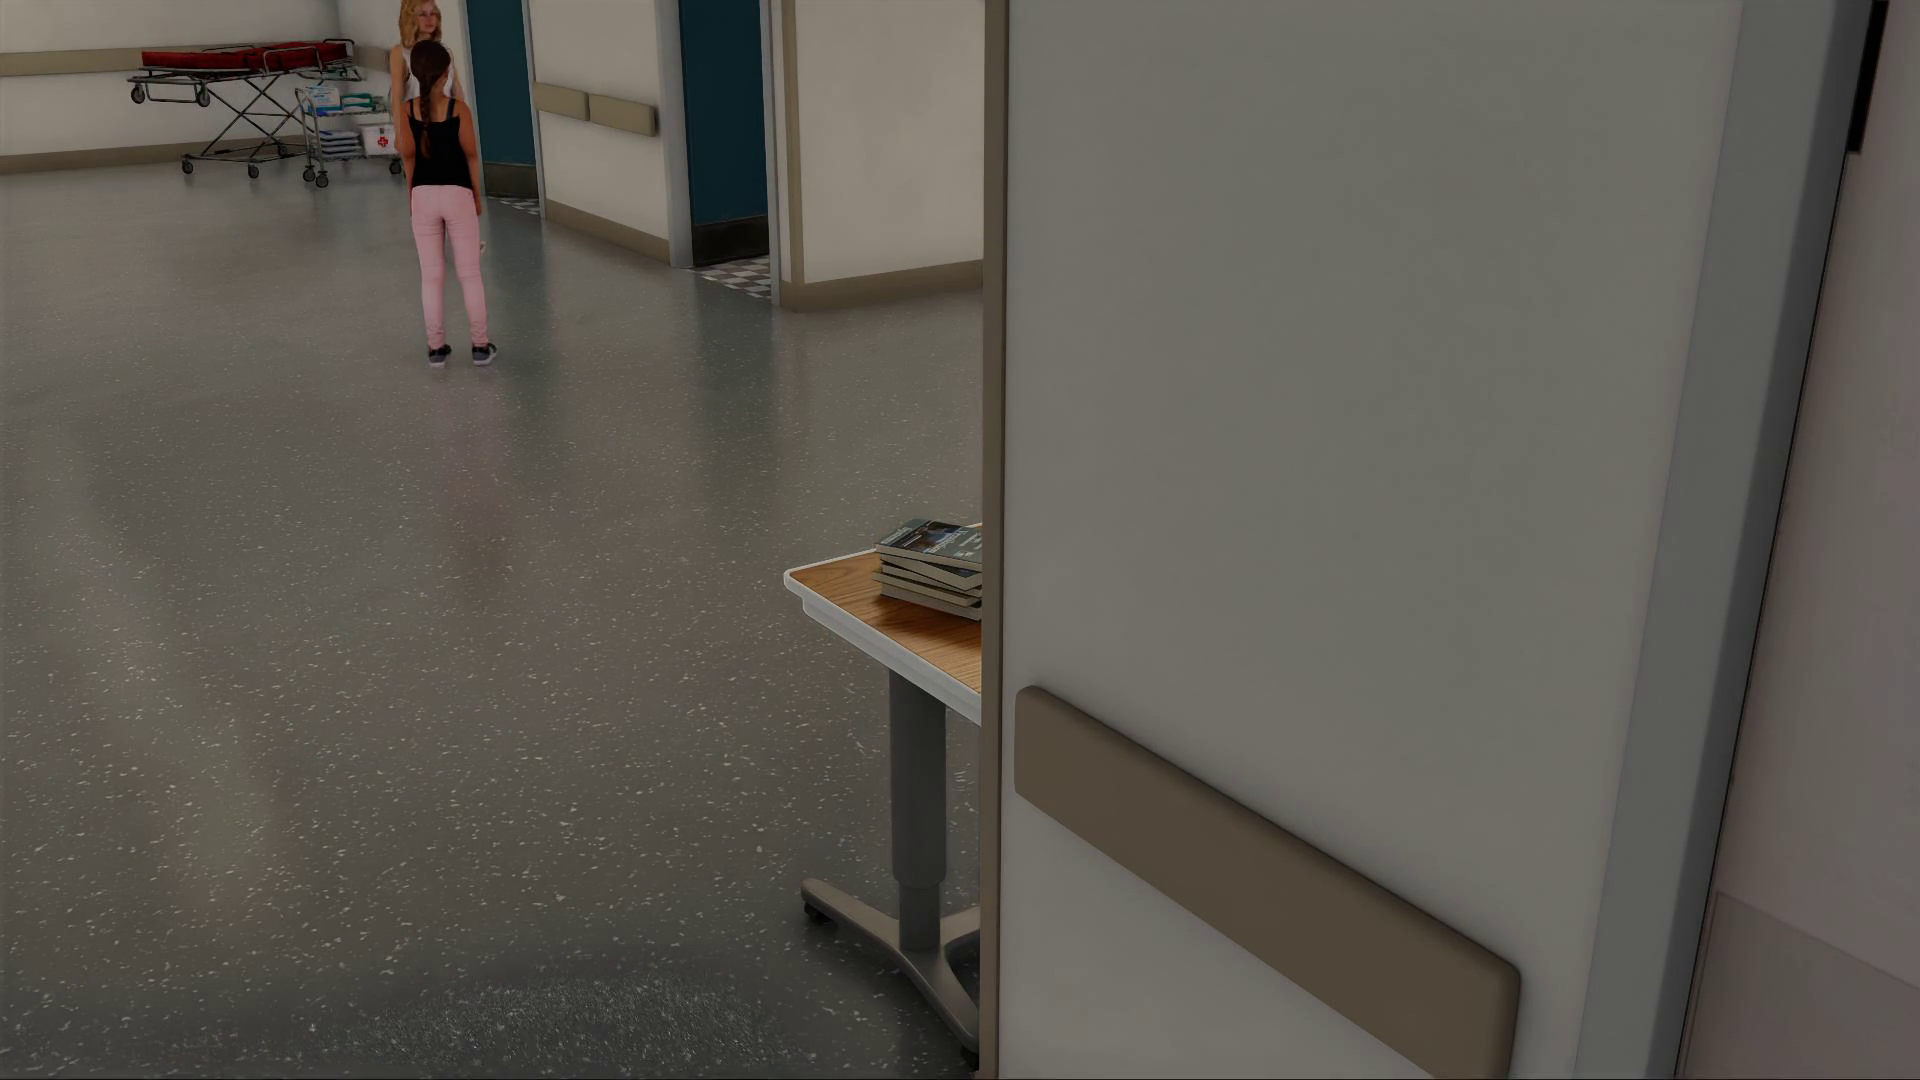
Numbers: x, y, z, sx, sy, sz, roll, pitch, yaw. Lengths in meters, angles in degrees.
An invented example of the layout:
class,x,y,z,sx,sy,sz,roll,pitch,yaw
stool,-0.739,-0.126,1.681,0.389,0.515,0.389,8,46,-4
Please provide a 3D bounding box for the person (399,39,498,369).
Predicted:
class,x,y,z,sx,sy,sz,roll,pitch,yaw
person,-2.511,-1.627,8.087,0.580,1.563,0.611,-4,21,-9

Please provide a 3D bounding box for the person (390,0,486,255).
class,x,y,z,sx,sy,sz,roll,pitch,yaw
person,-3.373,-2.571,10.485,1.089,1.630,0.817,15,26,35
